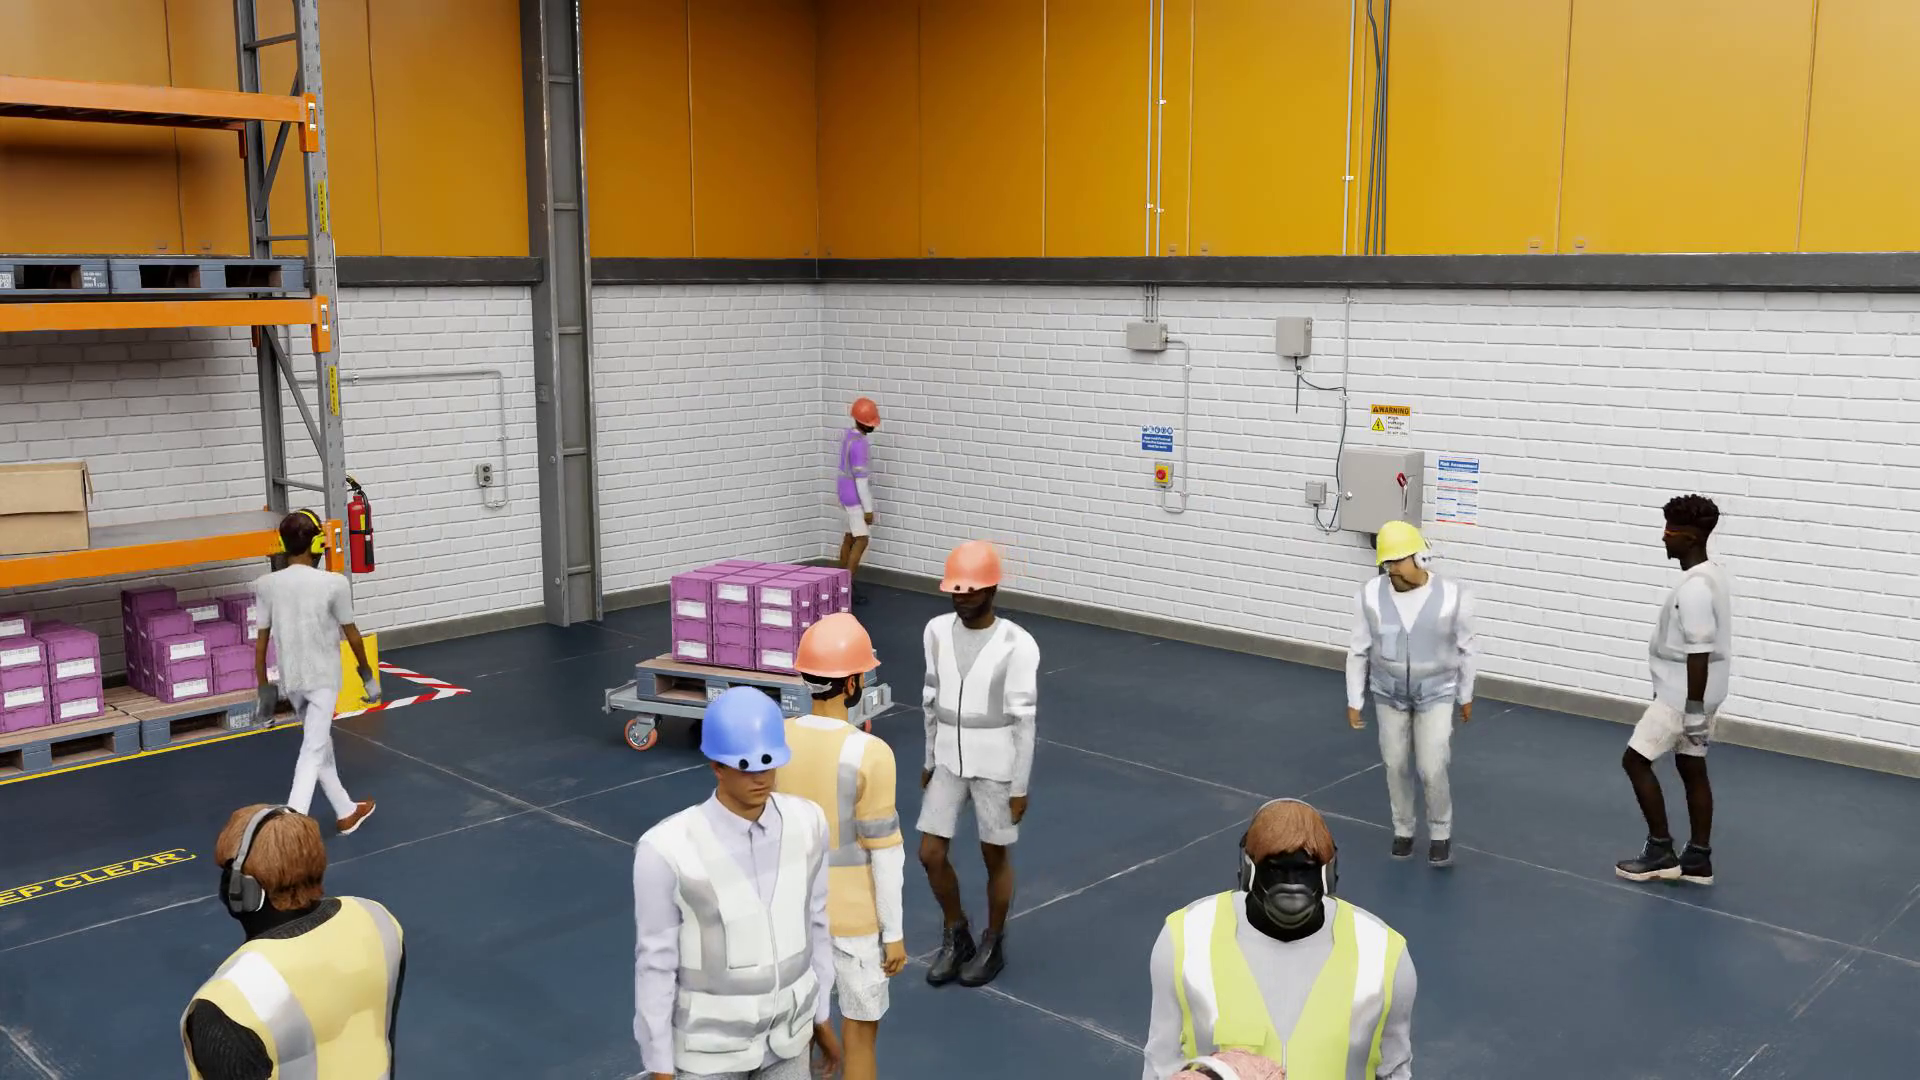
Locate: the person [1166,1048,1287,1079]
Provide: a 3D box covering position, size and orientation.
[{"bbox_3d":[0.378,1.682,2.521,0.409,1.907,0.651,-7,12,-37],"label":"person"}]

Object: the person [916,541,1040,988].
[{"bbox_3d":[0.040,0.954,6.937,0.575,1.919,0.532,5,11,30],"label":"person"}]

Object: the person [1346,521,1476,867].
[{"bbox_3d":[2.271,0.778,8.419,0.612,1.790,0.538,4,10,23],"label":"person"}]

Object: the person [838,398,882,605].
[{"bbox_3d":[-0.931,-0.368,15.198,0.377,1.890,0.722,-2,9,-11],"label":"person"}]

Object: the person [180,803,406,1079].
[{"bbox_3d":[-1.538,1.499,3.839,0.429,1.845,0.620,3,10,15],"label":"person"}]

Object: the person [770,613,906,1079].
[{"bbox_3d":[-0.401,1.194,5.418,0.542,1.939,0.359,6,11,30],"label":"person"}]

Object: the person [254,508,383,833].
[{"bbox_3d":[-3.325,0.742,8.570,0.502,1.816,1.001,2,9,12],"label":"person"}]

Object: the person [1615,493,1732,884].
[{"bbox_3d":[3.512,0.732,8.207,0.576,1.943,0.621,7,11,36],"label":"person"}]

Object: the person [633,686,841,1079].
[{"bbox_3d":[-0.588,1.340,4.494,0.612,1.945,0.402,-8,12,-39],"label":"person"}]

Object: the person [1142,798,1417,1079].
[{"bbox_3d":[0.730,1.495,3.865,0.625,1.846,0.429,1,9,7],"label":"person"}]
